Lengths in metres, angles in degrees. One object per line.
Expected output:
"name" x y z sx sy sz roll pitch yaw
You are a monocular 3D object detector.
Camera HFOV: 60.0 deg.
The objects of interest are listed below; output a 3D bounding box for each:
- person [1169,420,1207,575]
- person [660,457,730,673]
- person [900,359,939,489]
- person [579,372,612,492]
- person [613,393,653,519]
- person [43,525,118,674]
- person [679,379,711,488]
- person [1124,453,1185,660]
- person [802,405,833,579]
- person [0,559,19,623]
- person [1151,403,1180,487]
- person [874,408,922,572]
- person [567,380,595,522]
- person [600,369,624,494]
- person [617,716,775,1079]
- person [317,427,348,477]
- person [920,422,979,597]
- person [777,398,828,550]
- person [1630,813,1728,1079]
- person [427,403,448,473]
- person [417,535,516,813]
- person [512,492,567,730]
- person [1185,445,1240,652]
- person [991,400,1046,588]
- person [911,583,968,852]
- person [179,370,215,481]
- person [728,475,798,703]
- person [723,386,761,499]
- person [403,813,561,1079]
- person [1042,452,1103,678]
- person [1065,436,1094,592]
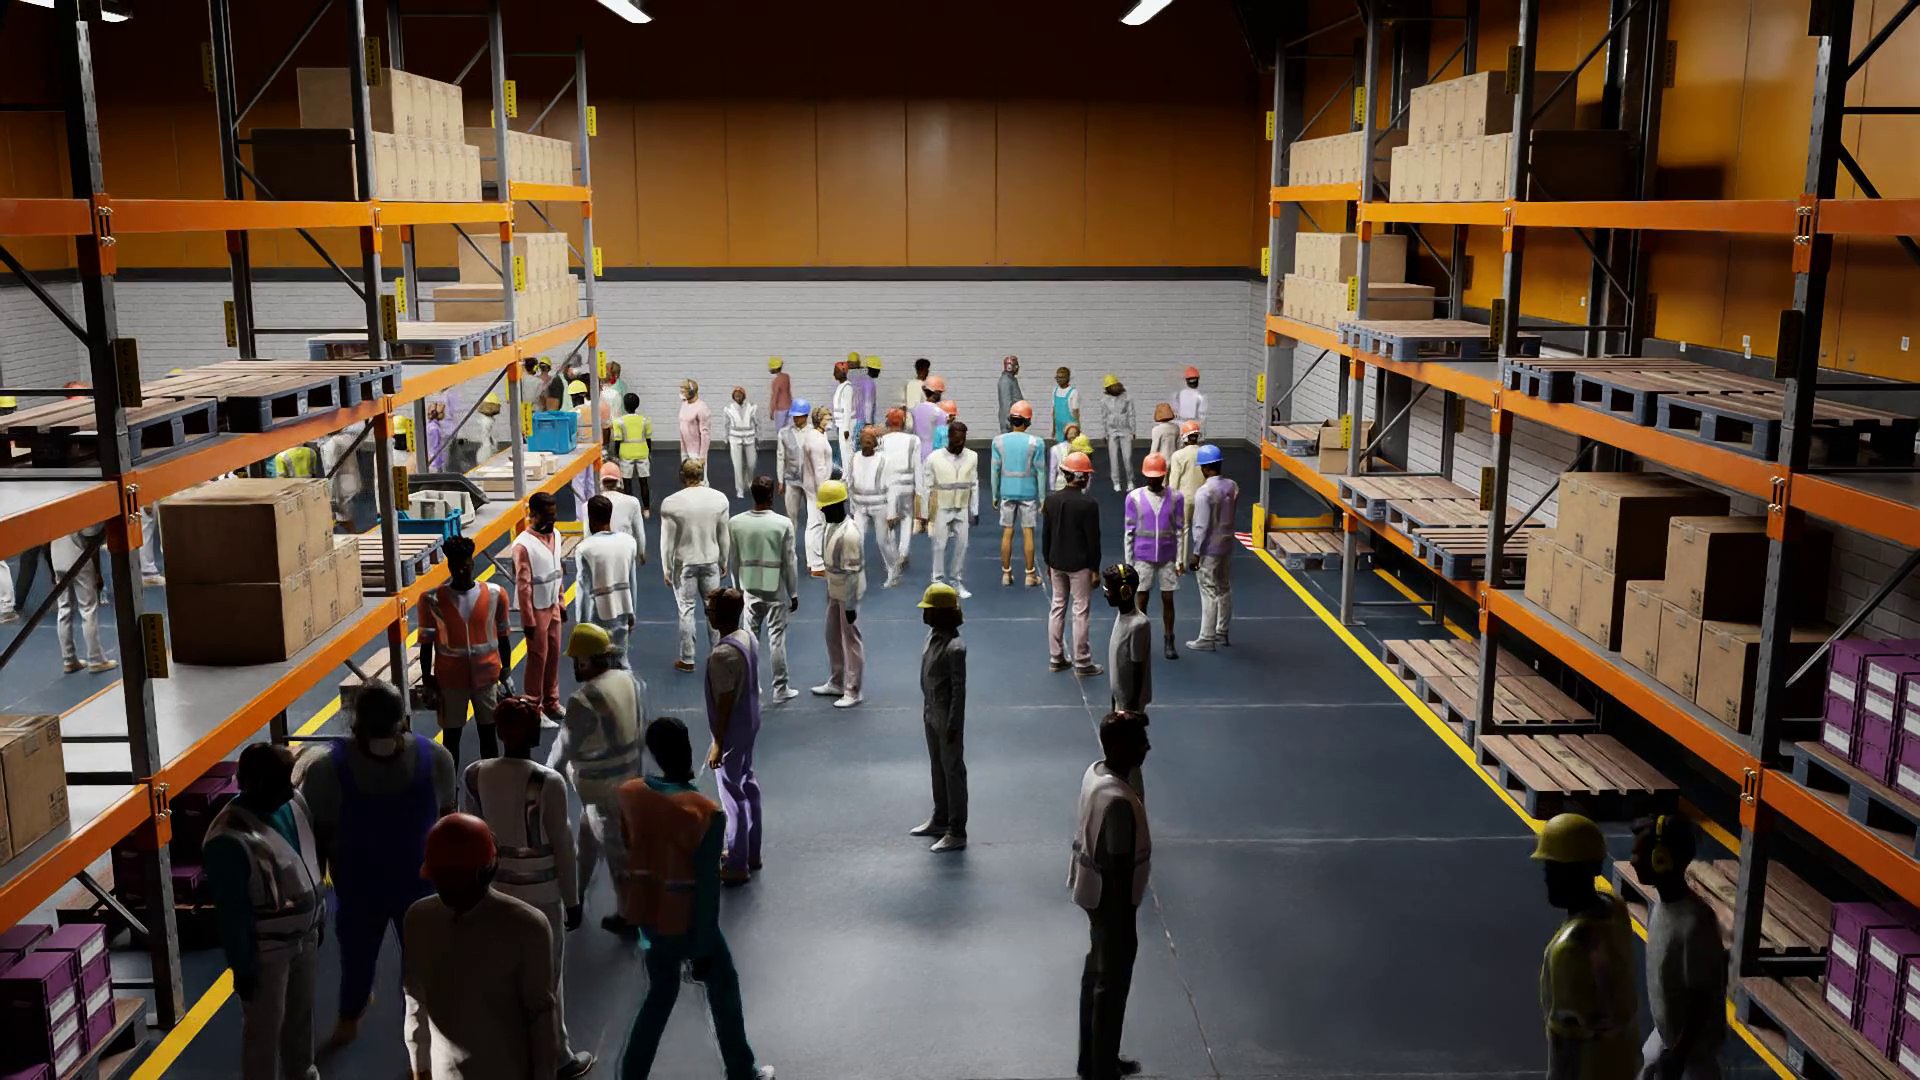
"person" 2.588 -0.482 18.808 0.569 1.740 0.357 -6 13 -28
"person" -2.354 0.221 14.823 0.635 1.932 0.363 -6 13 -26
"person" -0.575 -1.726 24.624 0.625 1.910 1.004 9 14 37
"person" -4.865 -1.252 22.099 0.609 1.965 0.368 10 15 42
"person" -4.327 -1.104 22.022 0.540 1.700 0.316 -6 13 -28
"person" -7.832 0.279 14.722 0.506 1.846 0.349 2 11 8
"person" -3.445 -1.124 21.543 0.370 1.934 0.627 -9 14 -37
"person" 1.775 0.150 15.190 0.549 1.923 0.390 0 11 0
"person" -1.576 -0.537 18.593 0.375 1.936 0.627 -2 11 -10
"person" -9.692 -0.106 16.585 0.342 1.877 0.570 -9 14 -37
"person" 2.643 -0.955 21.474 0.504 1.628 0.280 -10 15 -40
"person" -0.746 -0.578 18.940 0.617 1.869 0.515 -1 11 -6
"person" -4.889 -1.104 21.504 0.397 1.912 0.591 5 12 23
"person" -5.030 -1.527 23.808 0.390 1.838 0.564 -11 16 -43
"person" -1.262 1.700 7.537 0.588 1.869 0.721 6 13 28
"person" -8.684 -1.316 22.978 0.484 1.744 0.300 4 12 18
"person" -0.122 -0.309 17.564 0.685 1.902 0.399 -6 13 -26
"person" -1.824 -0.683 19.298 0.606 1.943 0.403 1 11 4
"person" 2.833 1.960 6.409 0.818 1.818 0.563 0 11 2
"person" -6.769 -0.968 21.525 0.313 1.629 0.525 -4 12 -18
"person" -3.310 0.923 11.188 0.618 1.963 0.361 -5 12 -22
"person" -3.328 0.552 13.207 0.402 1.909 0.599 3 12 15
"person" 2.346 0.076 15.507 0.401 1.938 0.603 9 15 39
"person" 0.648 -0.501 18.139 0.614 2.041 0.393 4 12 17
"person" -0.125 1.129 10.718 0.294 1.744 0.484 -5 12 -23
"person" -10.306 -1.327 22.481 0.649 1.957 0.584 0 11 0
"person" -1.634 0.414 13.867 0.592 1.919 0.392 3 12 15
"person" -3.125 -1.419 23.817 0.533 1.612 0.556 -3 12 -13
"person" -1.753 1.934 6.078 0.620 1.986 0.408 3 12 14
"person" 1.003 0.214 14.688 0.610 1.989 0.392 10 15 42
"person" 1.270 -0.277 17.852 0.393 1.702 0.500 5 12 25
